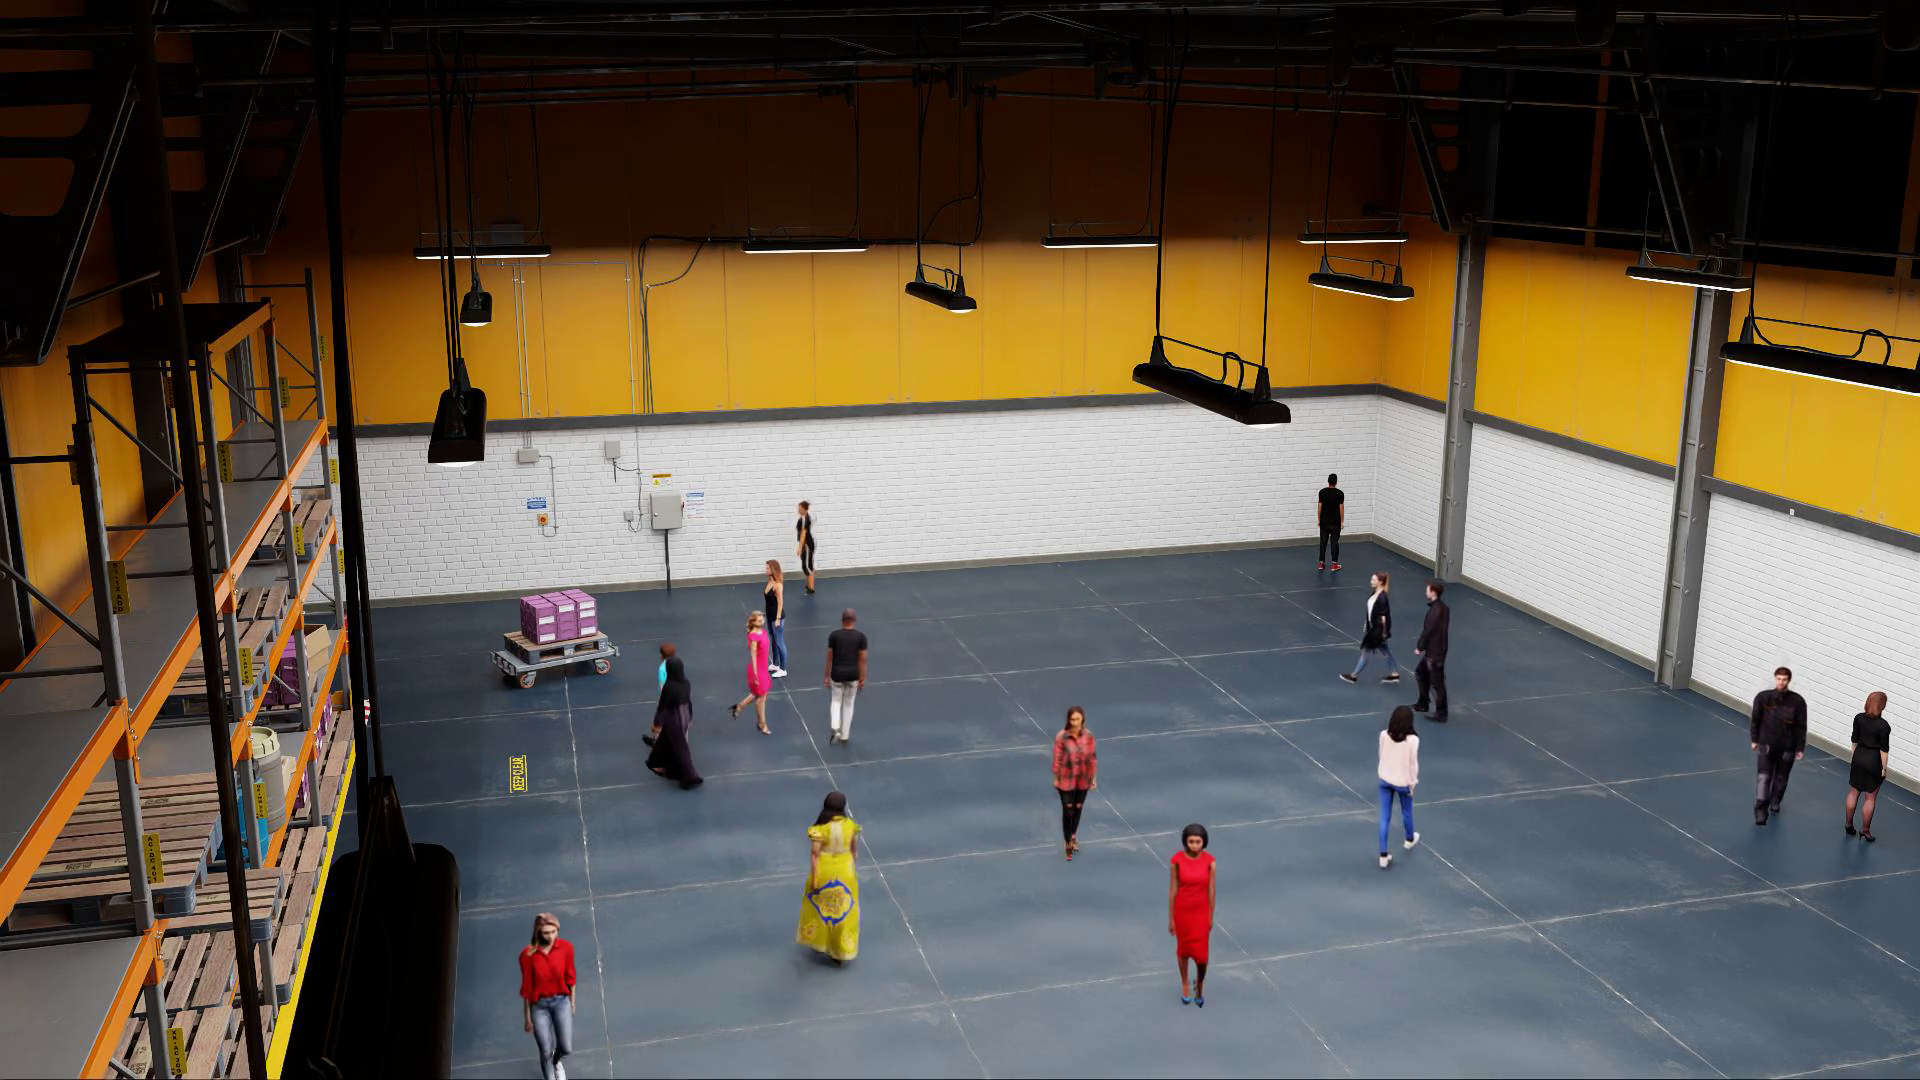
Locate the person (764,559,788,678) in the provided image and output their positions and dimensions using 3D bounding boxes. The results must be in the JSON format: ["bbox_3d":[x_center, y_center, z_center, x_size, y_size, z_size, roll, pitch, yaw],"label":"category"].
[{"bbox_3d":[-2.665,1.113,24.024,0.693,1.722,0.517,-7,15,-25],"label":"person"}]

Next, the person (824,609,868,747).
[{"bbox_3d":[-1.447,1.791,21.108,0.813,1.777,0.856,-1,14,-4],"label":"person"}]

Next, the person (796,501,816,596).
[{"bbox_3d":[-2.614,0.091,28.417,0.857,1.641,0.581,3,14,14],"label":"person"}]

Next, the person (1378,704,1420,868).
[{"bbox_3d":[4.597,2.640,17.702,1.081,1.731,1.096,9,16,33],"label":"person"}]

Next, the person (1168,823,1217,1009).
[{"bbox_3d":[2.066,3.321,14.882,0.673,1.734,0.732,2,14,7],"label":"person"}]

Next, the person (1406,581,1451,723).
[{"bbox_3d":[6.387,1.497,22.083,0.998,1.890,0.943,7,15,26],"label":"person"}]

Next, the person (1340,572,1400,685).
[{"bbox_3d":[6.002,1.282,23.517,0.887,1.632,1.110,0,14,-1],"label":"person"}]

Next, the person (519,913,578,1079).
[{"bbox_3d":[-3.312,3.719,13.329,0.681,1.692,0.759,-6,15,-25],"label":"person"}]

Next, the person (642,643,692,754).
[{"bbox_3d":[-3.585,2.028,20.911,1.005,1.410,0.924,8,16,29],"label":"person"}]

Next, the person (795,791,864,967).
[{"bbox_3d":[-1.183,3.203,15.613,0.831,1.620,0.815,-7,15,-27],"label":"person"}]

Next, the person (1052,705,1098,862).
[{"bbox_3d":[1.221,2.576,18.066,0.624,1.683,0.750,-3,14,-13],"label":"person"}]

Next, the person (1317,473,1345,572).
[{"bbox_3d":[6.665,-0.334,29.929,0.704,1.757,0.755,7,15,27],"label":"person"}]

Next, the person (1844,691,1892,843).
[{"bbox_3d":[10.039,2.485,18.395,0.678,1.705,0.484,-6,15,-23],"label":"person"}]

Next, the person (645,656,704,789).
[{"bbox_3d":[-3.331,2.178,19.869,1.082,1.608,1.084,6,15,22],"label":"person"}]

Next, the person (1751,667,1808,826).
[{"bbox_3d":[9.309,2.315,18.906,1.173,1.796,1.268,7,15,26],"label":"person"}]

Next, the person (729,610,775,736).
[{"bbox_3d":[-2.698,1.714,21.584,0.888,1.703,0.904,2,14,10],"label":"person"}]
